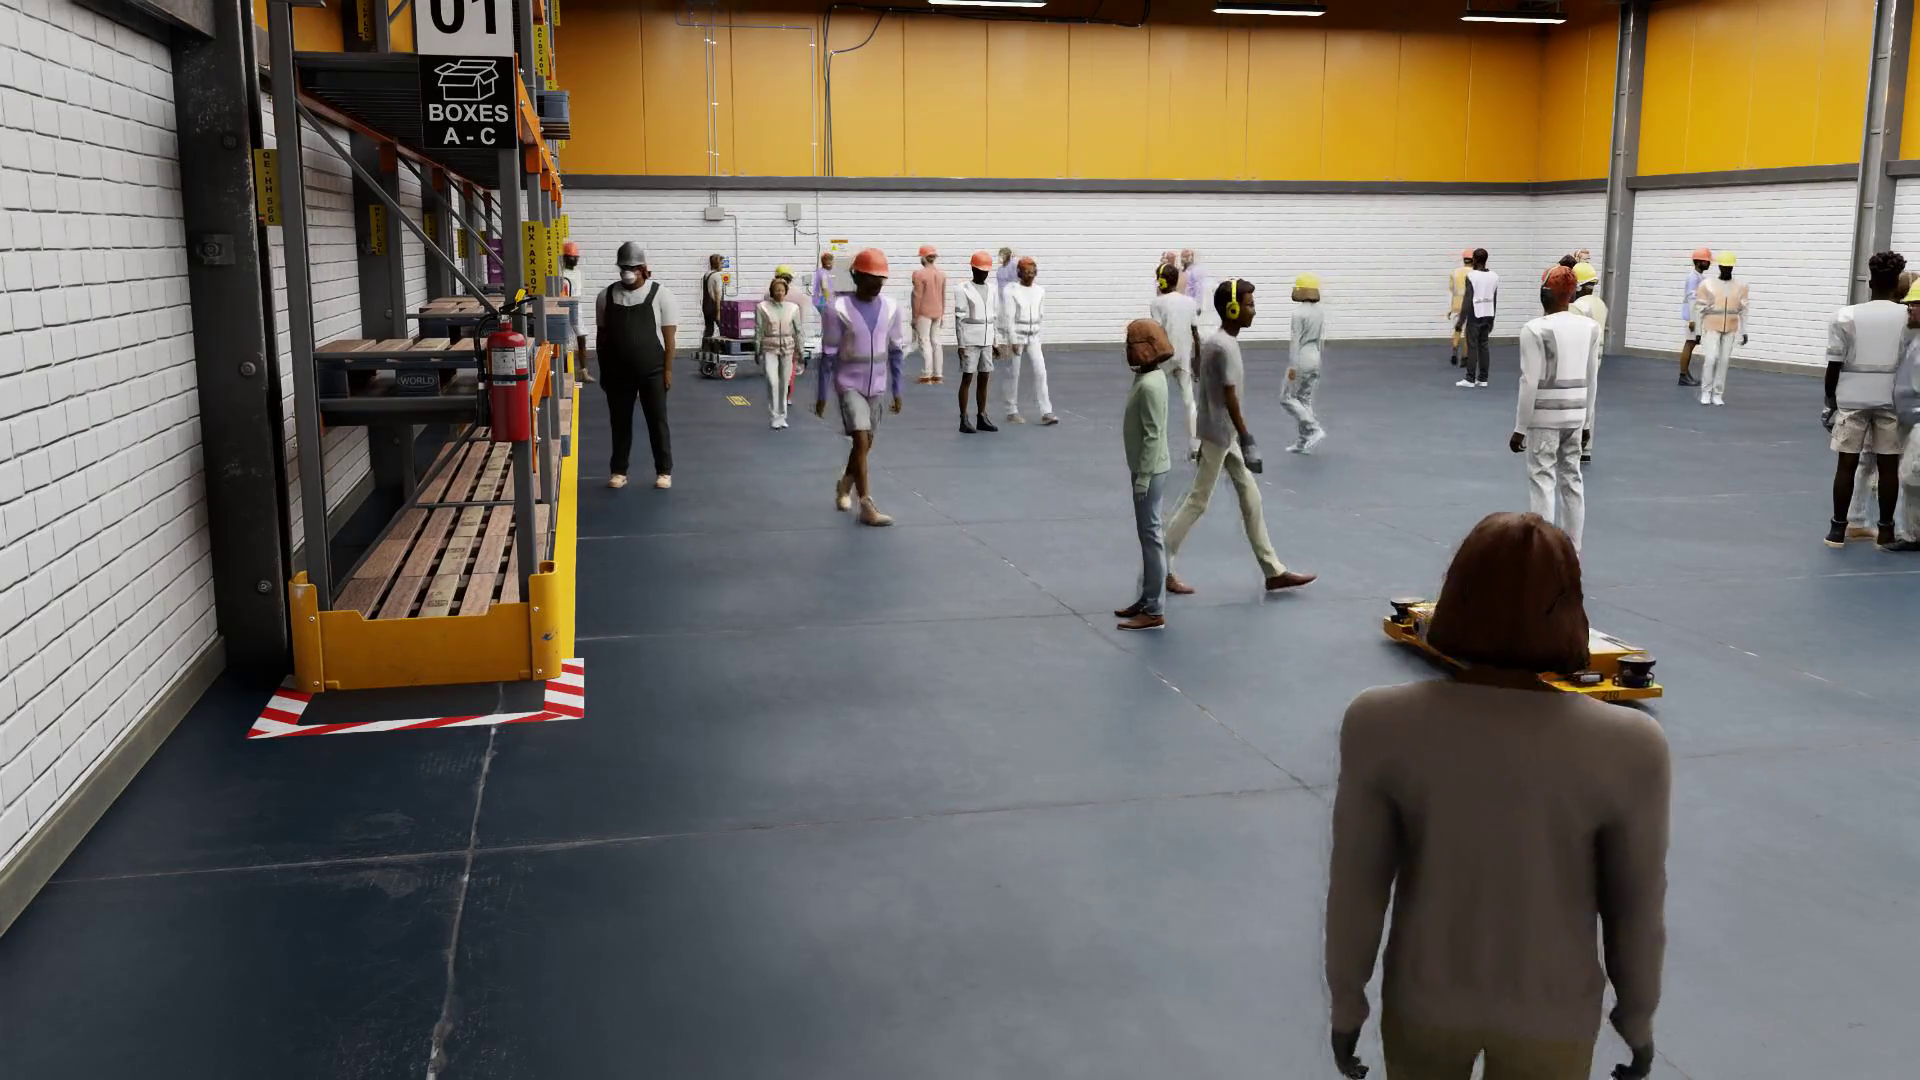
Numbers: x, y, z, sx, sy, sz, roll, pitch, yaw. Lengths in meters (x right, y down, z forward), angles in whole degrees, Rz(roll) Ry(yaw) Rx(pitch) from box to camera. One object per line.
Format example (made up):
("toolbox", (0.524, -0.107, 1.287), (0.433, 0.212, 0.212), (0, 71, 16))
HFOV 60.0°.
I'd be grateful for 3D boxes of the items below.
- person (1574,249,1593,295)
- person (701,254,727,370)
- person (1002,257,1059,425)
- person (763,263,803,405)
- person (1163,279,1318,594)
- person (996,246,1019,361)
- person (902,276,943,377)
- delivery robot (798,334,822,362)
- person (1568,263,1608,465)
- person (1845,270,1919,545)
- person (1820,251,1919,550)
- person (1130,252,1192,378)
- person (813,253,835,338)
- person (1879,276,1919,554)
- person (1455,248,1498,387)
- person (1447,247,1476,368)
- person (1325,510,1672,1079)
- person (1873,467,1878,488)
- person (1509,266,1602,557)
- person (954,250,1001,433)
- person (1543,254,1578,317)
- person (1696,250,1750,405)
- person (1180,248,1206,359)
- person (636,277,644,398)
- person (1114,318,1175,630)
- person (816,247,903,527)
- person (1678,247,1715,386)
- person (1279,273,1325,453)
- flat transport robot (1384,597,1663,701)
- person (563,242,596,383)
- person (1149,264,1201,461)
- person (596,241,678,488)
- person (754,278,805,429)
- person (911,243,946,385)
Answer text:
("person", (9.198, -3.369, 24.771), (0.640, 1.902, 0.402), (-8, 13, -38))
("person", (-3.768, -3.549, 25.985), (0.716, 1.814, 0.556), (-8, 13, -37))
("person", (0.770, -2.163, 18.242), (0.564, 1.848, 0.885), (-6, 12, -28))
("person", (-2.140, -2.501, 20.367), (0.525, 1.757, 0.559), (-5, 11, -25))
("person", (1.531, -0.570, 9.494), (0.997, 1.818, 0.516), (2, 10, 12))
("person", (0.805, -3.992, 28.141), (0.465, 1.927, 0.629), (-6, 12, -30))
("person", (-0.647, -3.198, 24.631), (0.735, 1.610, 0.504), (-5, 11, -25))
("delivery robot", (-2.244, -3.026, 26.328), (0.707, 0.478, 0.477), (1, 10, 4))
("person", (5.550, -1.566, 14.957), (0.404, 1.830, 0.603), (10, 14, 43))
("person", (6.235, -0.880, 11.141), (0.430, 1.843, 0.629), (0, 10, -1))
("person", (6.004, -0.908, 10.941), (0.608, 1.965, 0.365), (5, 11, 27))
("person", (3.049, -3.332, 24.687), (0.994, 1.856, 0.647), (9, 14, 41))
("person", (-2.317, -3.937, 28.159), (0.428, 1.816, 0.646), (-1, 10, -7))
("person", (6.207, -0.780, 10.661), (0.462, 1.821, 0.601), (2, 11, 14))
("person", (7.223, -3.088, 23.165), (0.636, 1.916, 0.411), (-6, 12, -31))
("person", (8.102, -3.715, 26.624), (0.565, 1.918, 0.403), (7, 12, 33))
("person", (0.862, 0.752, 2.695), (0.510, 1.618, 0.358), (5, 11, 25))
("person", (7.363, -1.168, 13.189), (0.535, 1.674, 0.765), (6, 12, 32))
("person", (3.574, -0.700, 10.026), (0.574, 1.881, 0.357), (-4, 11, -22))
("person", (0.204, -2.097, 17.640), (0.543, 1.928, 0.373), (-7, 13, -36))
("person", (6.983, -2.360, 19.259), (0.514, 1.871, 0.327), (3, 11, 15))
("person", (9.395, -2.596, 20.473), (0.587, 1.909, 0.578), (1, 10, 8))
("person", (3.881, -3.941, 27.955), (0.502, 1.898, 0.644), (-3, 11, -14))
("person", (-4.076, -2.616, 21.224), (0.532, 1.673, 0.780), (-1, 10, -7))
("person", (0.968, -0.345, 8.746), (0.287, 1.634, 0.497), (1, 10, 4))
("person", (-0.764, -1.130, 12.140), (0.660, 1.996, 0.994), (-6, 12, -31))
("person", (10.326, -3.126, 23.315), (0.373, 1.934, 0.551), (6, 12, 29))
("person", (3.283, -1.670, 15.822), (0.413, 1.726, 0.498), (10, 14, 42))
("flat transport robot", (2.616, 0.495, 7.870), (0.652, 0.197, 1.431), (-2, 10, -10))
("person", (-5.644, -3.246, 23.805), (0.927, 2.014, 0.608), (8, 13, 38))
("person", (2.044, -1.645, 15.483), (0.601, 1.822, 0.693), (-3, 11, -18))
("person", (-2.669, -1.430, 13.630), (0.679, 2.000, 0.535), (1, 10, 5))
("person", (-1.924, -1.997, 17.914), (0.537, 1.612, 0.684), (-4, 11, -20))
("person", (-0.454, -3.194, 23.539), (0.392, 1.993, 0.620), (9, 13, 40))
